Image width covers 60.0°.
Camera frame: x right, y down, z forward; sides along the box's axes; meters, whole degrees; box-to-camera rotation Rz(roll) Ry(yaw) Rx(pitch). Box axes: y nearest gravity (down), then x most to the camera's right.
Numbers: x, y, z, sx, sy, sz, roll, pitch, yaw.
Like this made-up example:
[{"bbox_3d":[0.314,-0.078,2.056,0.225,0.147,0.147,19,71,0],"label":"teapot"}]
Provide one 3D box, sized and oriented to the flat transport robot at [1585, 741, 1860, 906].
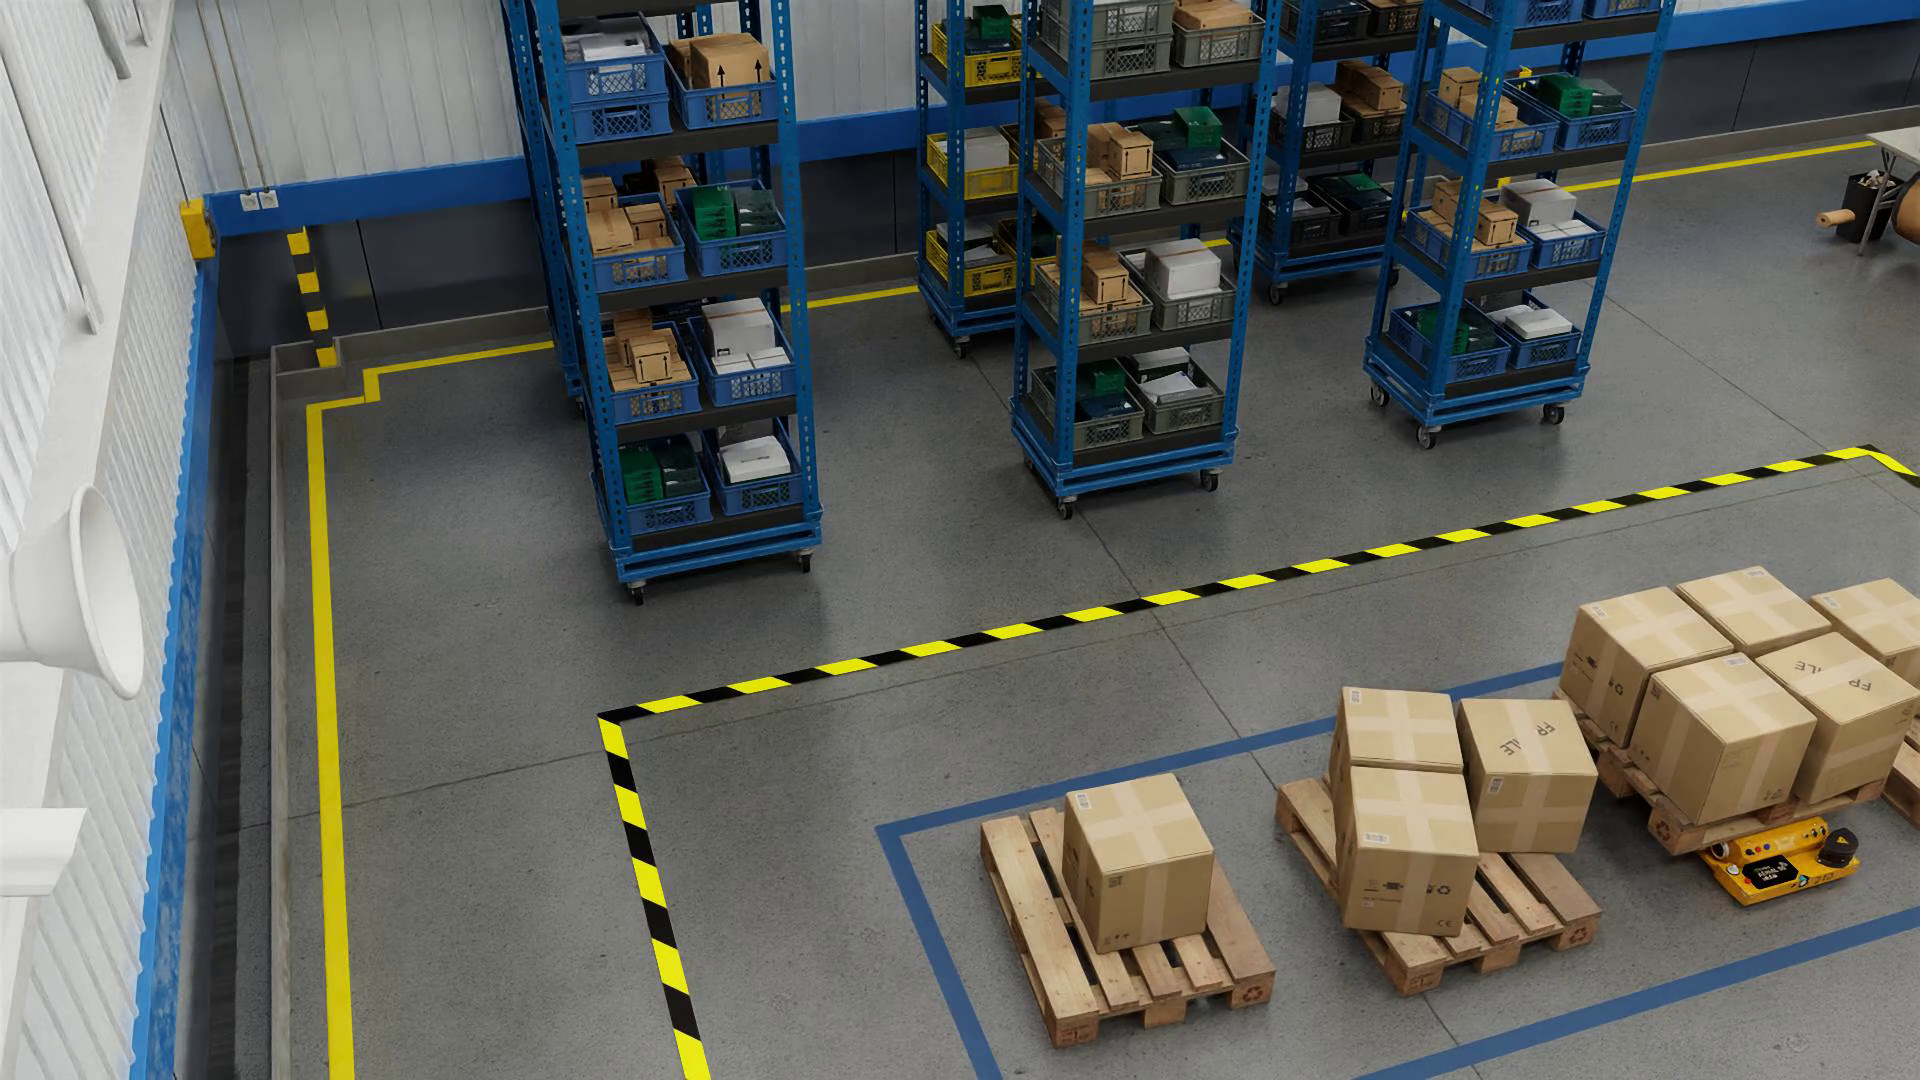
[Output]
[{"bbox_3d":[3.738,1.188,8.347,0.652,0.197,1.431,-11,37,-15],"label":"flat transport robot"}]
